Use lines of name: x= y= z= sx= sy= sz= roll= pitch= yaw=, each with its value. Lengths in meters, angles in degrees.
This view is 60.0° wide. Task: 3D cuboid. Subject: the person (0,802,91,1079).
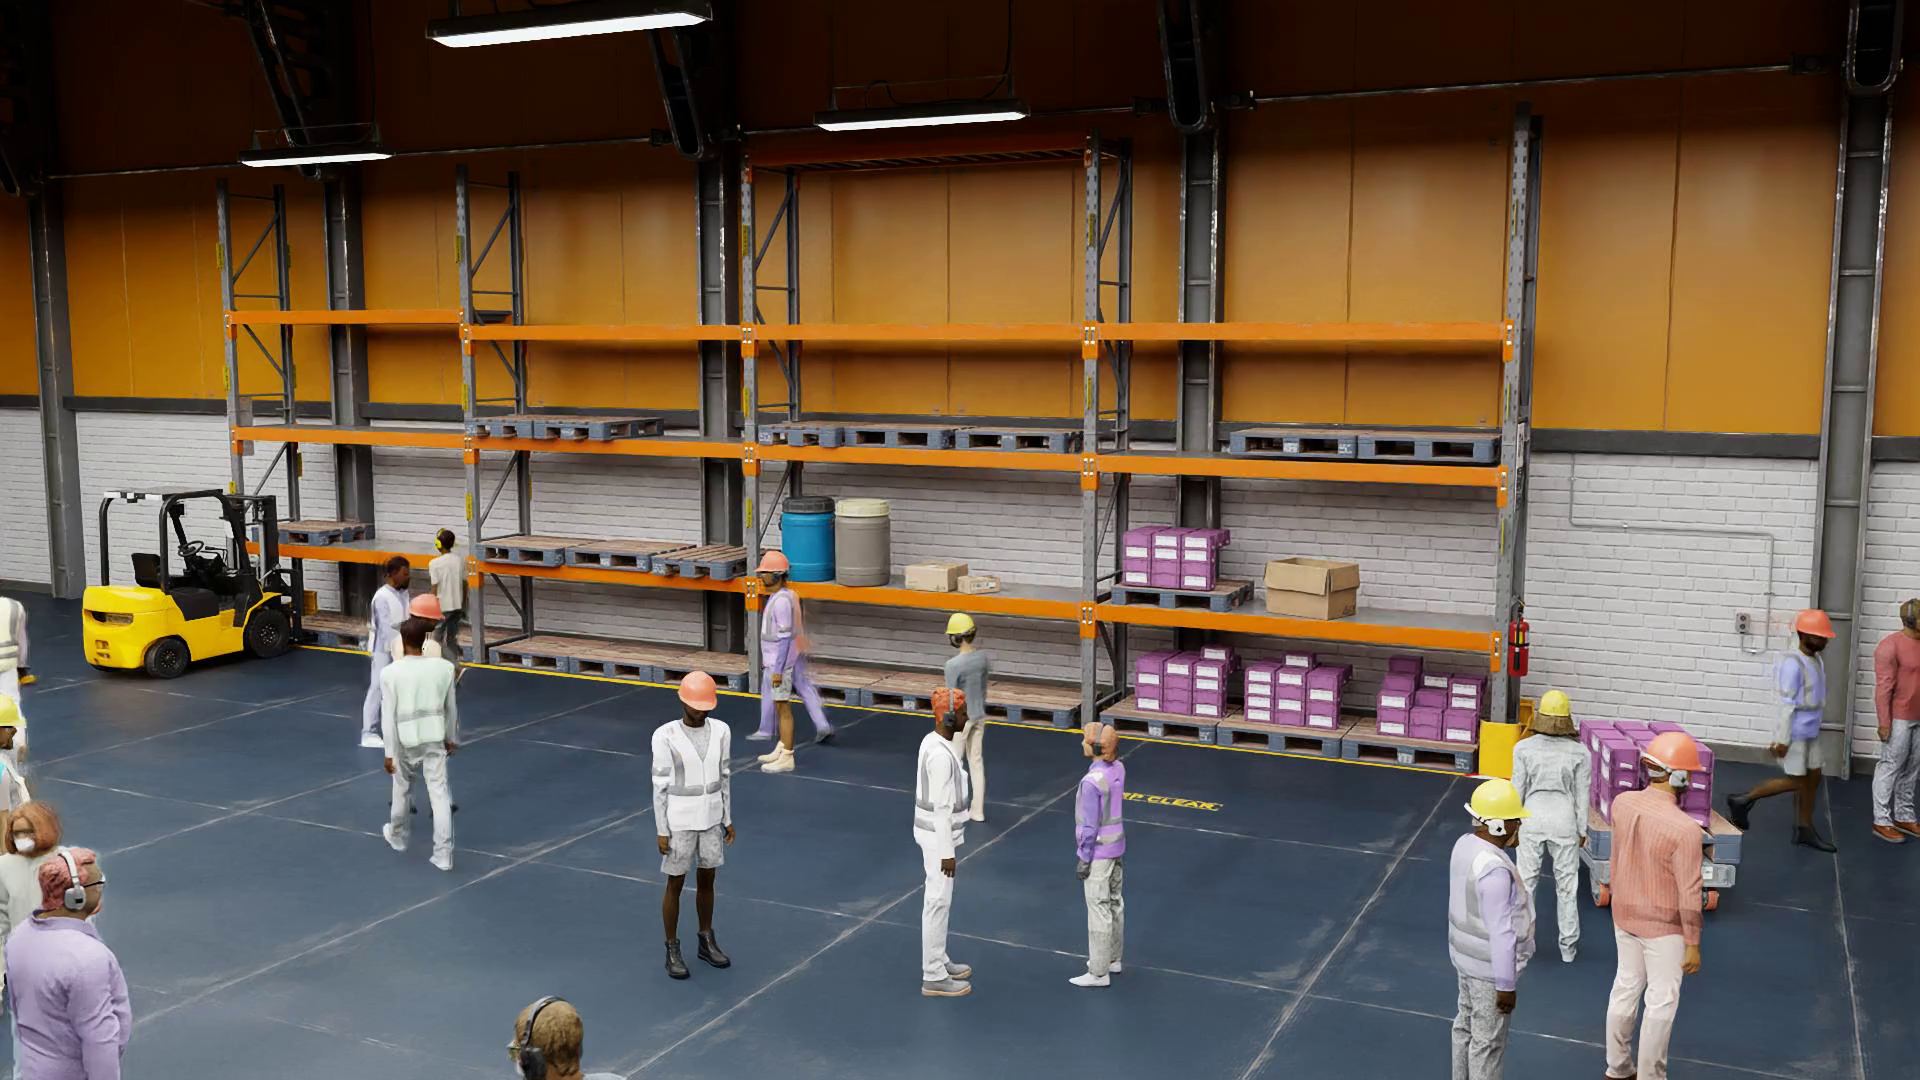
person: x=-4.791 y=2.130 z=8.754 sx=0.496 sy=1.600 sz=0.798 roll=-1 pitch=7 yaw=-8

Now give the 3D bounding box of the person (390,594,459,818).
person: x=-4.418 y=1.380 z=13.724 sx=0.585 sy=1.908 sz=0.530 roll=5 pitch=9 yaw=37

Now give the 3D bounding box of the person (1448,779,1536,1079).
person: x=2.626 y=2.080 z=8.222 sx=0.404 sy=1.833 sz=0.588 roll=0 pitch=7 yaw=-1

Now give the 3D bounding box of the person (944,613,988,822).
person: x=0.020 y=1.471 z=13.581 sx=0.322 sy=1.761 sz=0.530 roll=6 pitch=9 yaw=39

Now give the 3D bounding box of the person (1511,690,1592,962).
person: x=3.798 y=1.830 z=10.715 sx=0.482 sy=1.735 sz=0.344 roll=3 pitch=7 yaw=20

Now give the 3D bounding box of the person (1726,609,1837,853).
person: x=6.490 y=1.466 z=13.024 sx=0.544 sy=1.913 sz=0.722 roll=-7 pitch=10 yaw=-43

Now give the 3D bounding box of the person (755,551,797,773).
person: x=-1.692 y=1.116 z=15.329 sx=0.375 sy=2.044 sz=0.605 roll=-1 pitch=7 yaw=-10

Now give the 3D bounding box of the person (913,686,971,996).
person: x=-0.104 y=1.824 z=10.154 sx=0.359 sy=1.880 sz=0.576 roll=0 pitch=7 yaw=-3

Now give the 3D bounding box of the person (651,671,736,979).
person: x=-1.655 y=1.765 z=10.438 sx=0.542 sy=1.927 sz=0.379 roll=-5 pitch=9 yaw=-37

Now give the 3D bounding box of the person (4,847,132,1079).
person: x=-3.621 y=2.209 z=6.854 sx=0.642 sy=1.909 sz=0.399 roll=5 pitch=9 yaw=36

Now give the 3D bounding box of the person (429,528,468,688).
person: x=-5.755 y=0.787 z=18.828 sx=0.551 sy=1.856 sz=0.516 roll=6 pitch=9 yaw=39

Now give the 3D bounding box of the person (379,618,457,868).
person: x=-4.142 y=1.522 z=12.710 sx=0.620 sy=1.861 sz=1.016 roll=-5 pitch=9 yaw=-38

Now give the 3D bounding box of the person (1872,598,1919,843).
person: x=7.532 y=1.422 z=13.219 sx=0.636 sy=1.939 sz=0.362 roll=-3 pitch=7 yaw=-23

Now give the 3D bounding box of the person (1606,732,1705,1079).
person: x=3.597 y=1.965 z=8.578 sx=0.412 sy=1.982 sz=0.623 roll=-2 pitch=7 yaw=-17

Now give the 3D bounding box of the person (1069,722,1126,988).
person: x=0.867 y=1.928 z=10.255 sx=0.308 sy=1.645 sz=0.517 roll=3 pitch=8 yaw=26

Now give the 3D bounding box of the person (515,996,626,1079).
person: x=-1.254 y=2.392 z=5.280 sx=0.387 sy=1.928 sz=0.636 roll=3 pitch=8 yaw=25

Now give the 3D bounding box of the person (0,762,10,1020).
person: x=-5.809 y=1.898 z=9.670 sx=0.563 sy=1.847 sz=0.389 roll=-2 pitch=7 yaw=-15

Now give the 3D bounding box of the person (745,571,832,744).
person: x=-1.675 y=1.128 z=16.276 sx=0.893 sy=1.802 sz=0.601 roll=3 pitch=8 yaw=26

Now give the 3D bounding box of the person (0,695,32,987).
person: x=-5.917 y=1.848 z=10.222 sx=0.403 sy=1.816 sz=0.603 roll=-4 pitch=8 yaw=-31

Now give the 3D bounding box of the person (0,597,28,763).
person: x=-9.082 y=1.196 z=15.647 sx=0.891 sy=1.804 sz=0.631 roll=6 pitch=9 yaw=42

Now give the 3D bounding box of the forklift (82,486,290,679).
forklift: x=-9.426 y=0.454 z=20.179 sx=1.214 sy=2.155 sz=2.313 roll=3 pitch=8 yaw=26
